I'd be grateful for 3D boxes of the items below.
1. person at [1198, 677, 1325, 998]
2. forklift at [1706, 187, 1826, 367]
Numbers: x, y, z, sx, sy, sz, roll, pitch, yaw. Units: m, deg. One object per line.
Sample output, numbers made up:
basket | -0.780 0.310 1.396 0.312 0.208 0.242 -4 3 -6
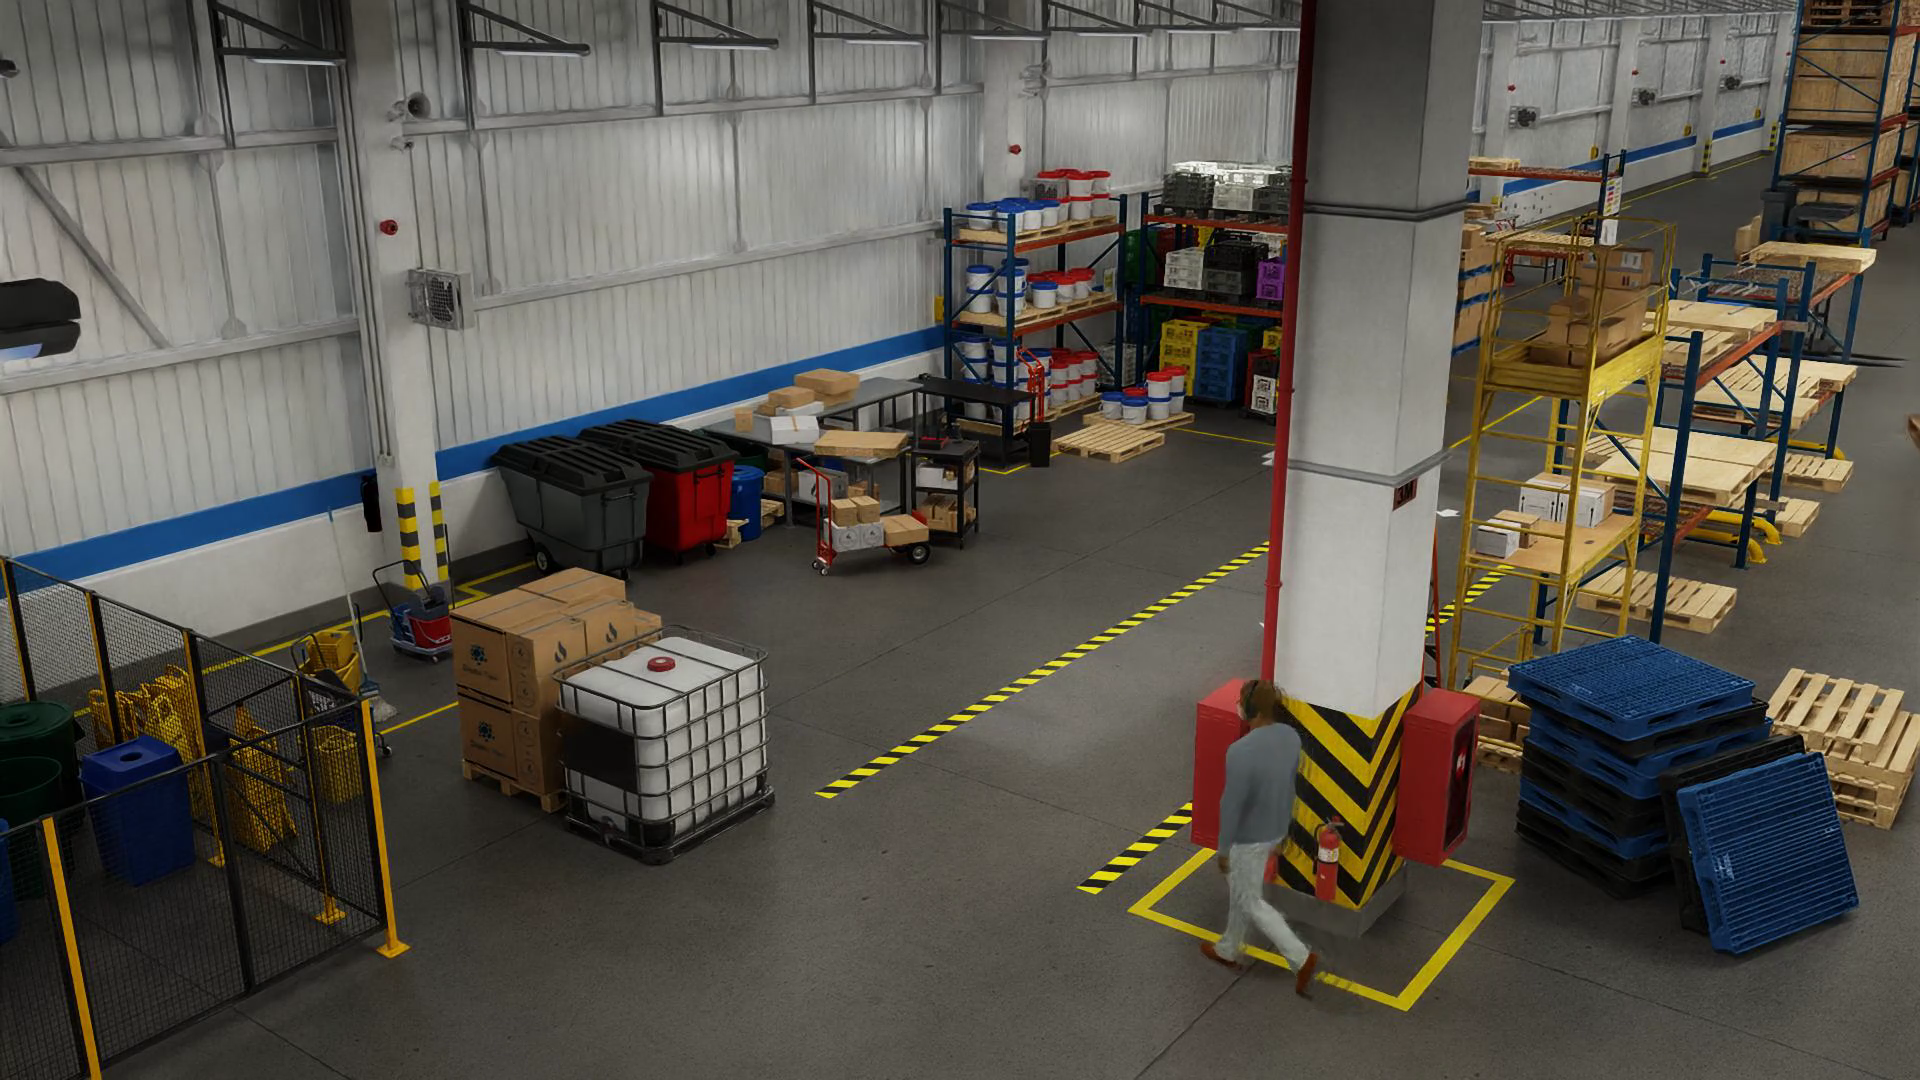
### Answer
person | 1.833 1.761 9.792 0.660 1.901 0.821 -17 24 -41
forklift | 12.730 -4.119 26.225 1.873 2.768 1.129 13 22 34
